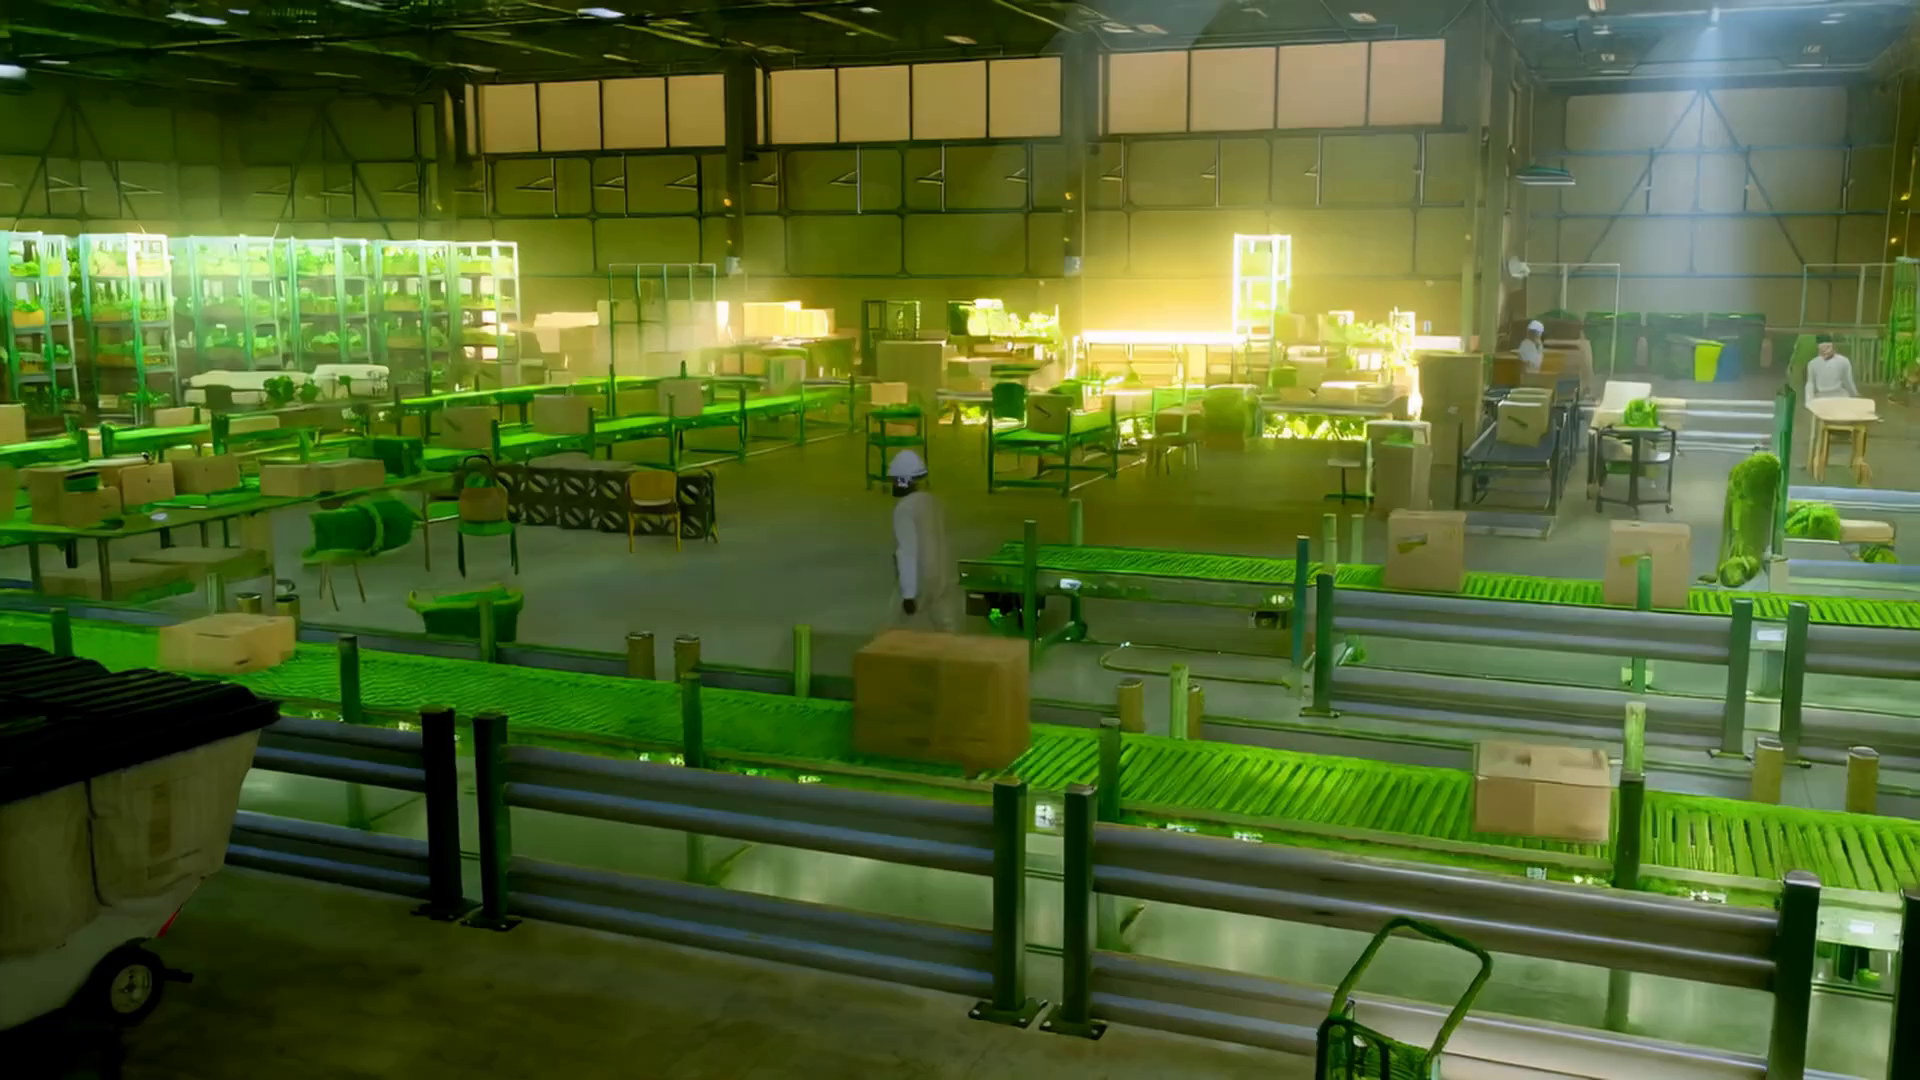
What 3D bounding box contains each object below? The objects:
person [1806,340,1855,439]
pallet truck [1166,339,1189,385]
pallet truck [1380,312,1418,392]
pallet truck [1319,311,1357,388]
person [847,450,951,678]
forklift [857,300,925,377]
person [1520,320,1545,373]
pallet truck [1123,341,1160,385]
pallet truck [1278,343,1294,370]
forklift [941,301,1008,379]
[{"bbox_3d":[13.615,-2.188,26.037,0.706,1.879,0.423,5,11,30],"label":"person"},{"bbox_3d":[5.418,-4.269,40.420,0.704,1.261,1.522,3,10,20],"label":"pallet truck"},{"bbox_3d":[10.207,-4.283,38.369,0.823,1.965,1.885,3,10,20],"label":"pallet truck"},{"bbox_3d":[9.071,-4.419,39.190,0.823,1.965,1.885,5,10,26],"label":"pallet truck"},{"bbox_3d":[-0.358,0.265,11.468,0.945,1.778,0.610,5,10,26],"label":"person"},{"bbox_3d":[-1.732,-5.109,42.468,1.157,1.987,2.680,4,10,22],"label":"forklift"},{"bbox_3d":[10.653,-3.093,31.059,0.608,2.032,0.533,-6,11,-33],"label":"person"},{"bbox_3d":[4.445,-4.380,41.279,0.680,1.201,1.601,4,10,22],"label":"pallet truck"},{"bbox_3d":[7.886,-4.163,39.743,0.653,1.274,1.630,4,10,22],"label":"pallet truck"},{"bbox_3d":[0.365,-4.966,41.571,1.157,1.987,2.680,3,10,20],"label":"forklift"}]
